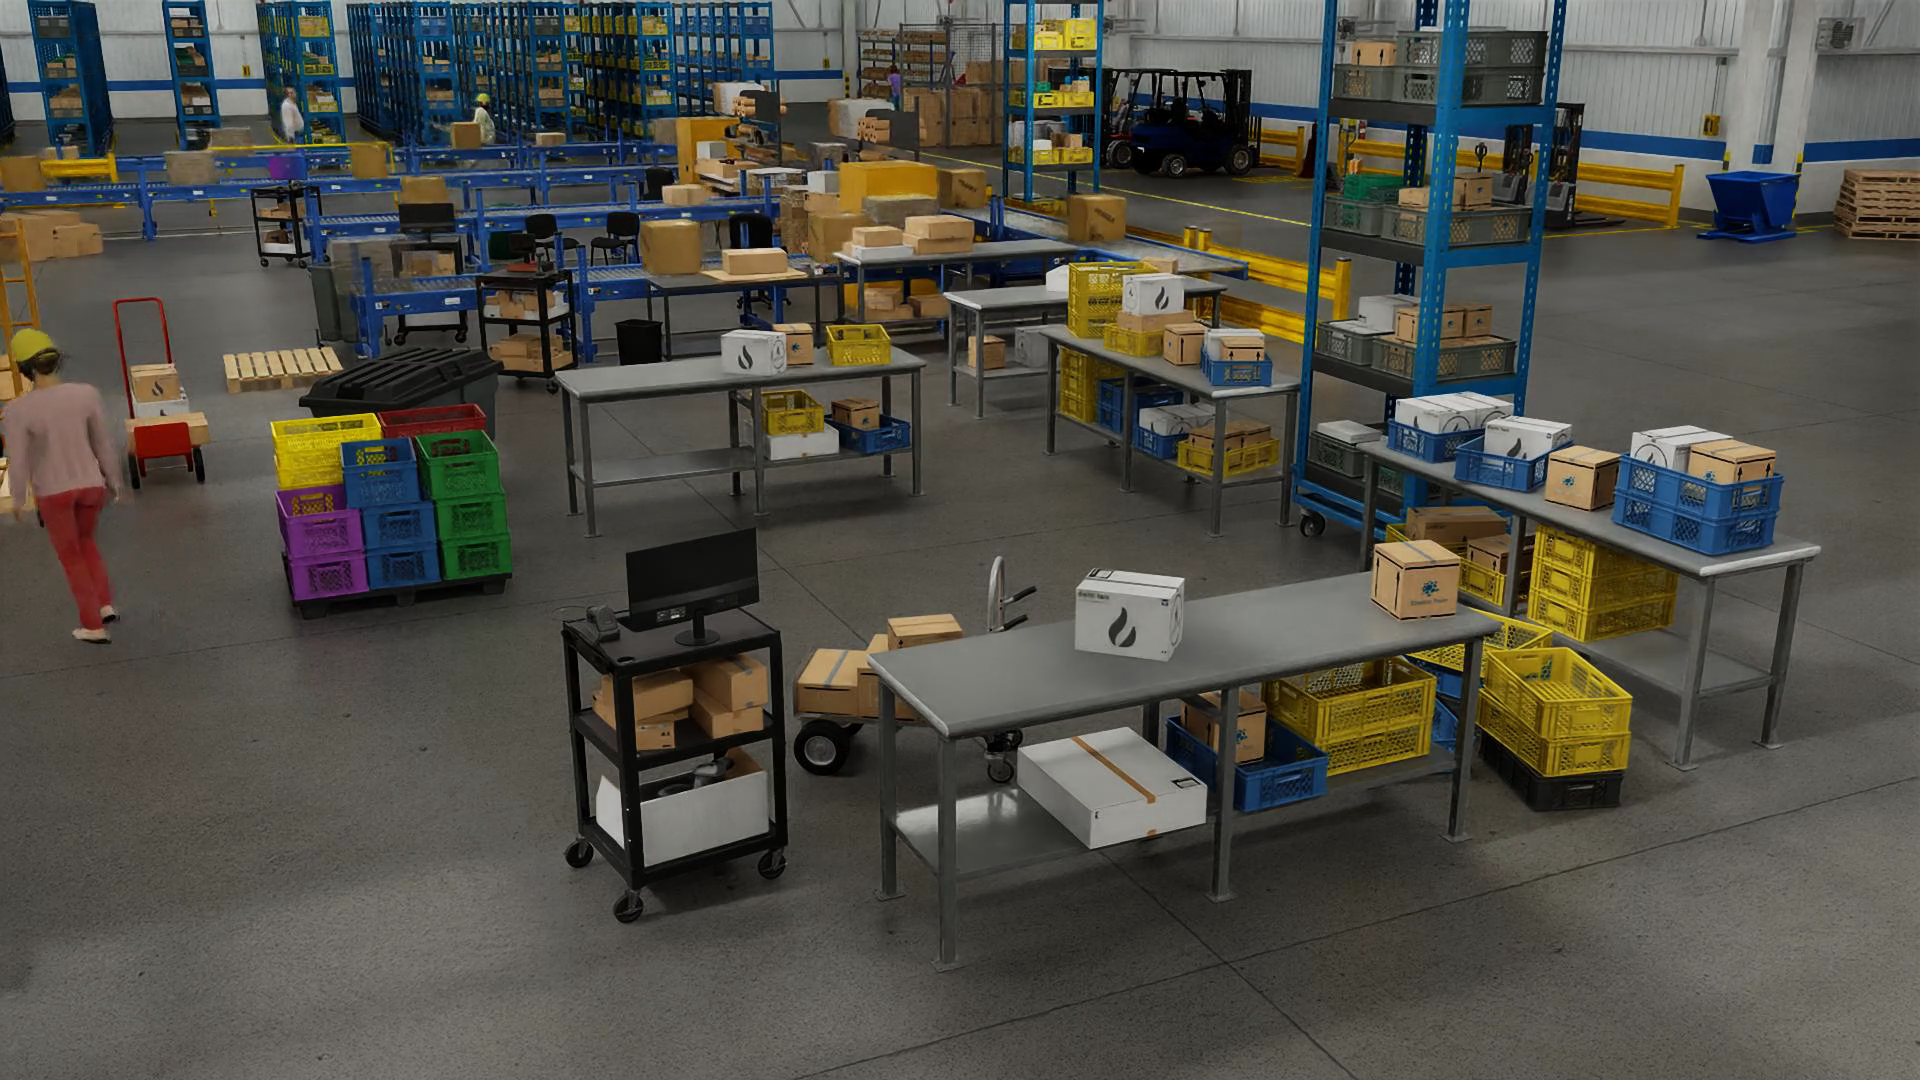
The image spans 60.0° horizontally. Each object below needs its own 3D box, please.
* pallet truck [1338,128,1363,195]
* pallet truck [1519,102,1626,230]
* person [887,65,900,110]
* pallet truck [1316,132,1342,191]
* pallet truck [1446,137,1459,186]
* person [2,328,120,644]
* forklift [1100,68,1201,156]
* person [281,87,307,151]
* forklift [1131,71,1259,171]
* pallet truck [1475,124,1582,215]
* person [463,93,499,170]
[{"bbox_3d":[7.845,-7.140,31.411,1.522,1.261,0.704,-9,20,-25],"label":"pallet truck"},{"bbox_3d":[9.972,-6.037,26.785,1.885,1.965,0.823,-9,20,-25],"label":"pallet truck"},{"bbox_3d":[-1.958,-13.403,50.233,0.564,1.846,0.391,-16,24,-41],"label":"person"},{"bbox_3d":[7.723,-7.504,32.656,1.601,1.201,0.680,-8,19,-23],"label":"pallet truck"},{"bbox_3d":[9.184,-6.485,29.328,1.630,1.274,0.653,-8,19,-23],"label":"pallet truck"},{"bbox_3d":[-4.897,-0.285,9.061,0.464,1.745,0.540,11,21,31],"label":"person"},{"bbox_3d":[4.082,-9.564,37.410,2.680,1.987,1.157,-8,19,-23],"label":"forklift"},{"bbox_3d":[-13.638,-8.324,34.150,0.432,1.894,0.669,-4,18,-13],"label":"person"},{"bbox_3d":[4.998,-8.936,35.413,2.680,1.987,1.157,-9,20,-25],"label":"forklift"},{"bbox_3d":[9.707,-6.455,28.103,1.885,1.965,0.823,-7,19,-20],"label":"pallet truck"},{"bbox_3d":[-9.791,-8.220,34.000,0.849,1.801,0.591,-8,19,-24],"label":"person"}]
